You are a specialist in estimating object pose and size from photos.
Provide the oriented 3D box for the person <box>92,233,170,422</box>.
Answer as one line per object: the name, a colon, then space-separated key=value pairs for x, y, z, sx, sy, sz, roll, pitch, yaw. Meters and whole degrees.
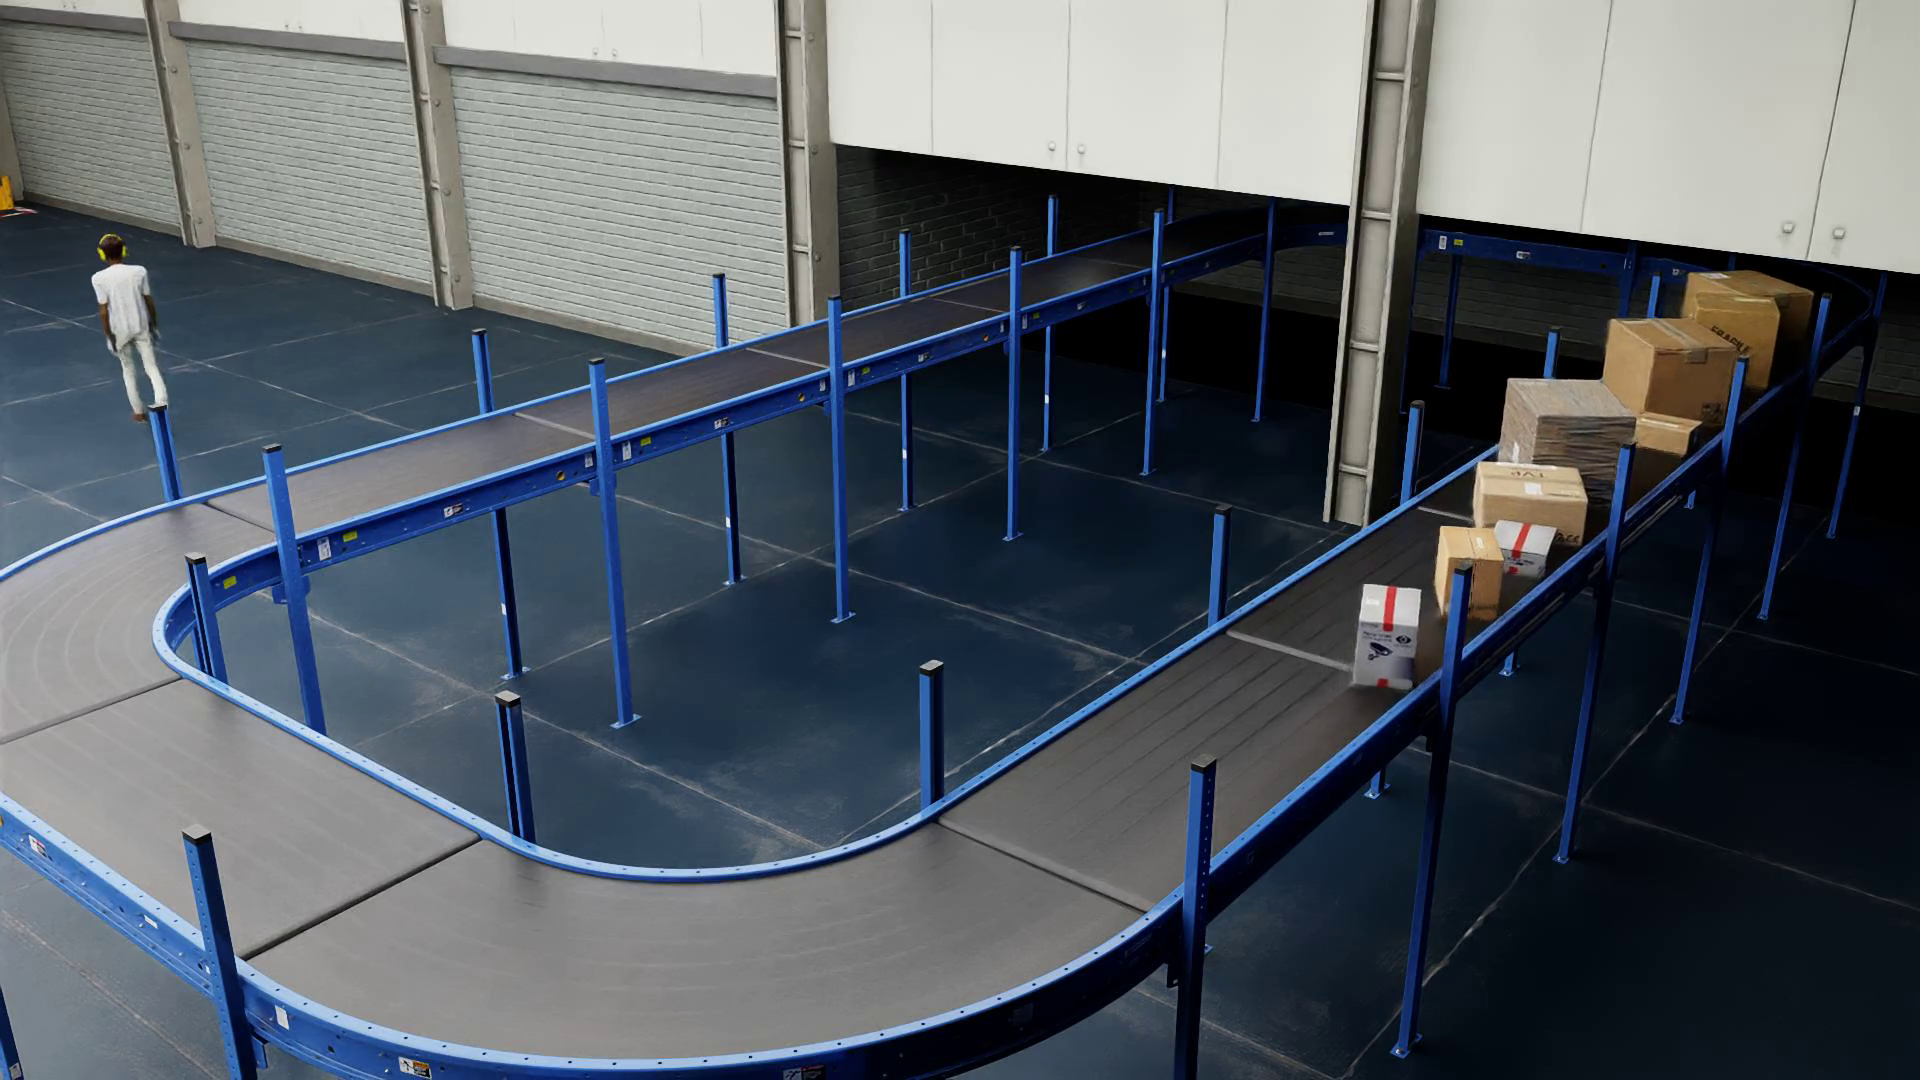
person: x=-7.775 y=-1.948 z=15.641 sx=0.512 sy=1.847 sz=0.756 roll=-15 pitch=26 yaw=-33
